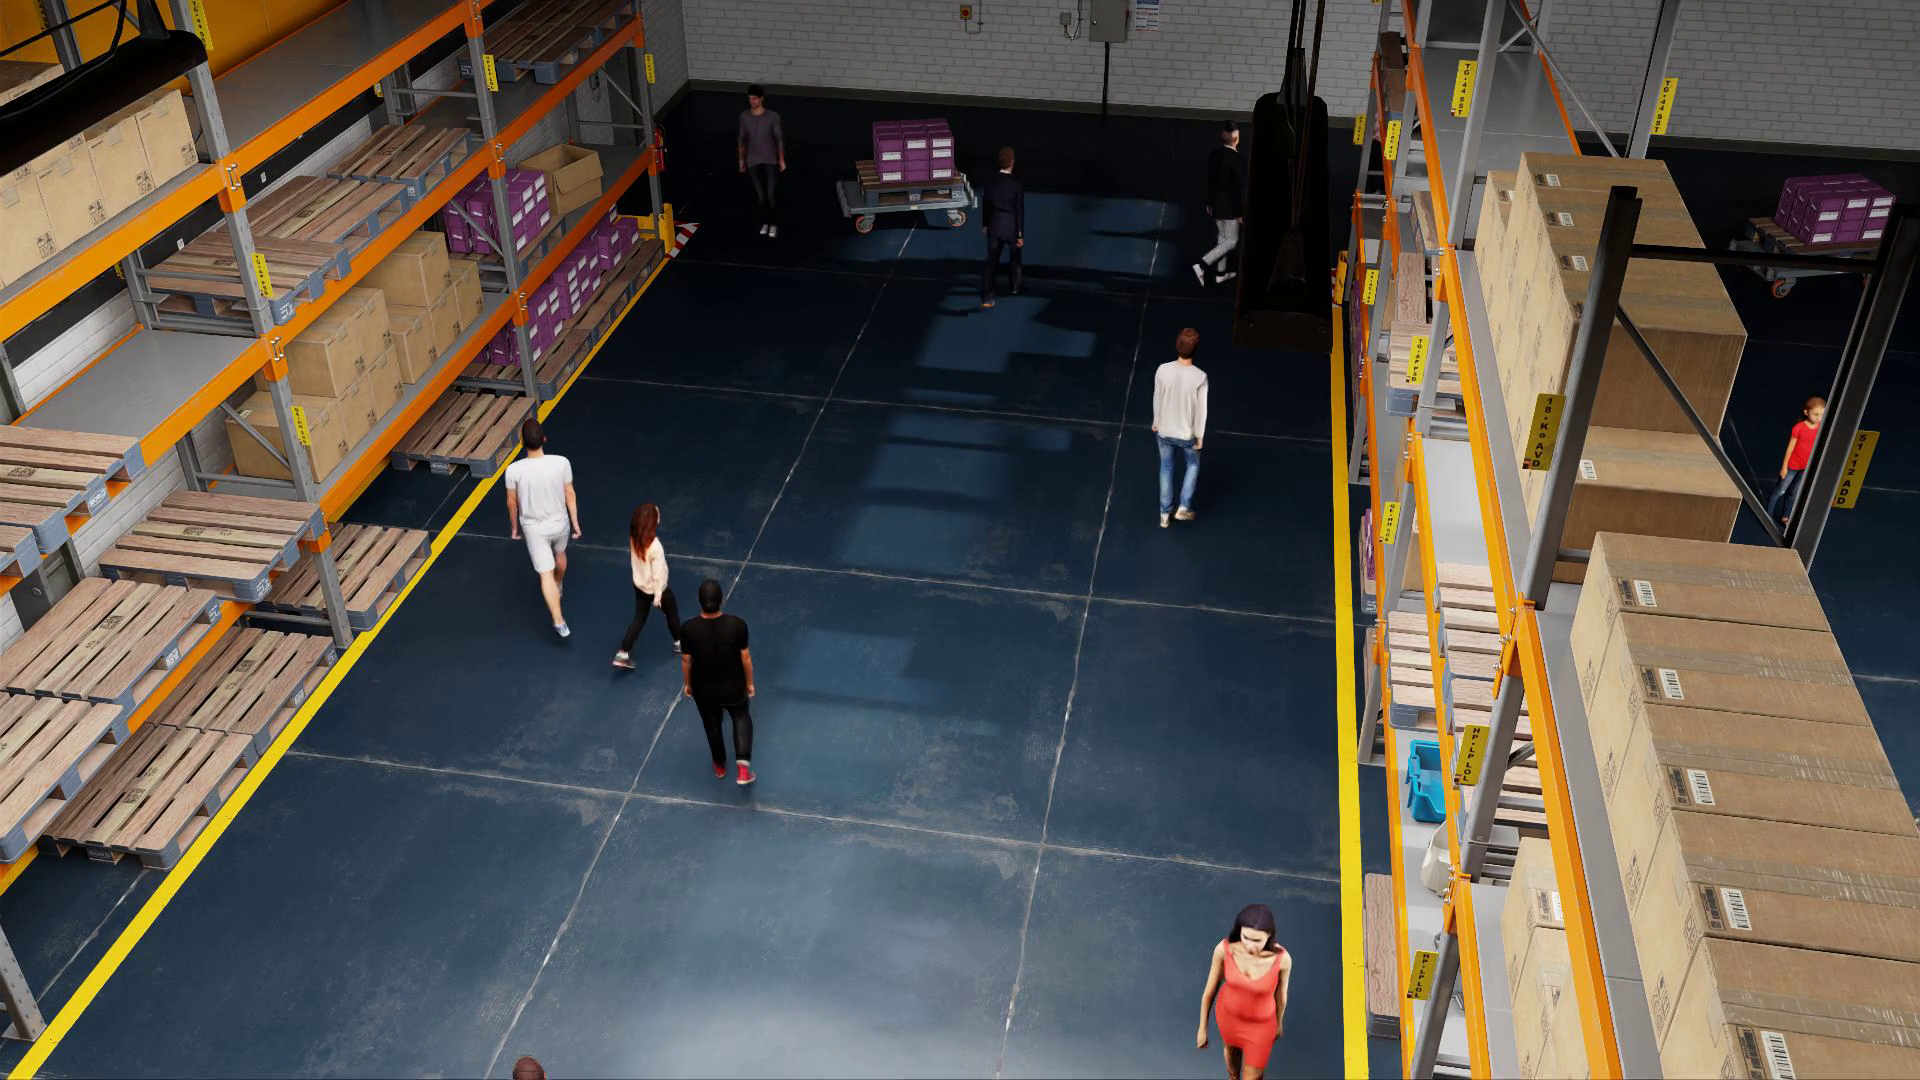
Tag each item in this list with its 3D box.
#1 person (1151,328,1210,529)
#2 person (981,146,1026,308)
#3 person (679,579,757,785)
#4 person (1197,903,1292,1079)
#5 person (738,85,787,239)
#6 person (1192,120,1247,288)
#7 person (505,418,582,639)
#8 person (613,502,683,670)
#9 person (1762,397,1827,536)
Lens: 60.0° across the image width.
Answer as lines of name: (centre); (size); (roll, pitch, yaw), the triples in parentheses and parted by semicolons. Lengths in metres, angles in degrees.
person: (1.871, -0.911, 14.404); (0.708, 1.890, 0.670); (12, 35, 17)
person: (0.441, -3.390, 18.232); (0.883, 1.781, 1.230); (14, 36, 20)
person: (-1.676, 1.042, 11.594); (0.808, 1.749, 0.927); (-6, 34, -9)
person: (1.604, 2.608, 9.288); (0.663, 1.692, 0.895); (9, 35, 13)
person: (-2.344, -4.573, 19.965); (0.699, 1.833, 0.658); (6, 34, 10)
person: (2.895, -3.724, 18.595); (1.110, 1.935, 1.064); (-18, 38, -25)
person: (-3.285, -0.069, 13.205); (1.110, 1.814, 1.305); (-12, 36, -18)
person: (-2.451, 0.373, 12.864); (0.890, 1.455, 1.068); (26, 41, 33)
person: (7.327, -0.668, 14.561); (0.543, 1.311, 0.582); (-6, 34, -8)
